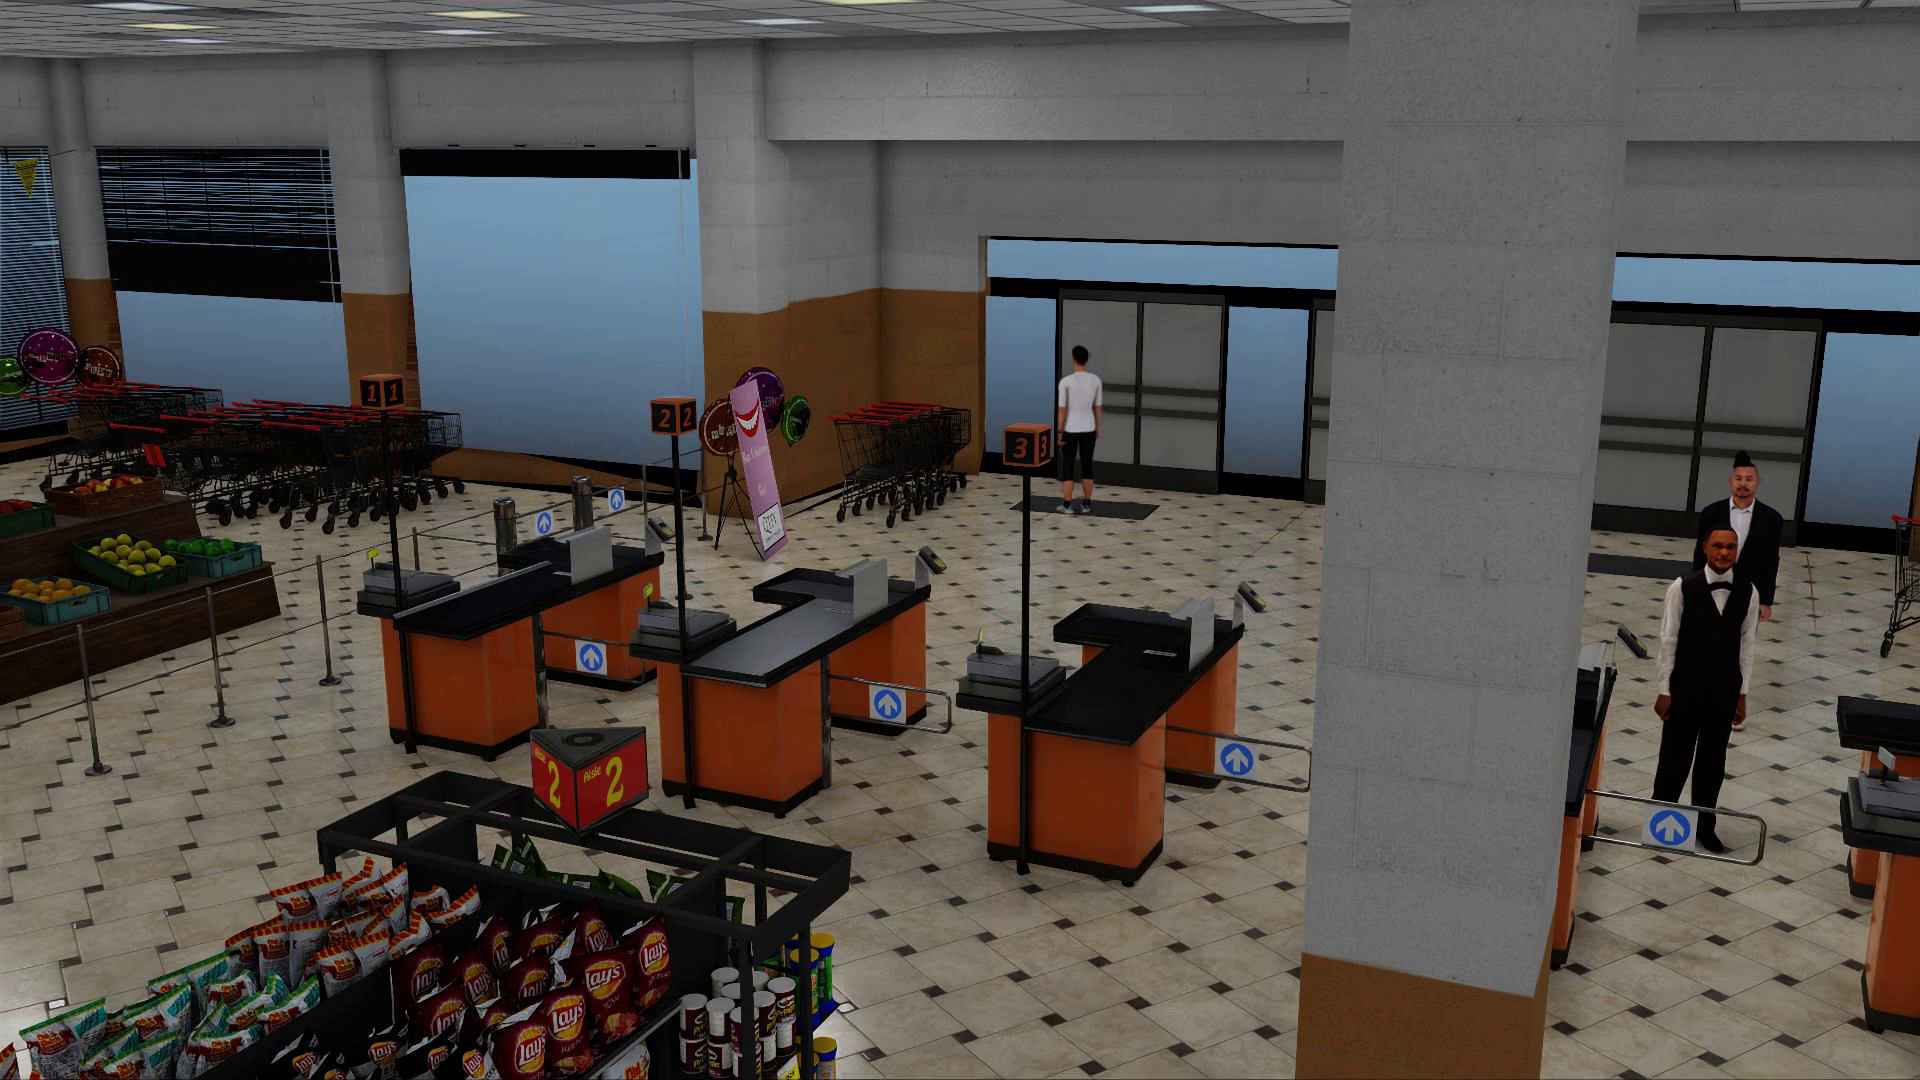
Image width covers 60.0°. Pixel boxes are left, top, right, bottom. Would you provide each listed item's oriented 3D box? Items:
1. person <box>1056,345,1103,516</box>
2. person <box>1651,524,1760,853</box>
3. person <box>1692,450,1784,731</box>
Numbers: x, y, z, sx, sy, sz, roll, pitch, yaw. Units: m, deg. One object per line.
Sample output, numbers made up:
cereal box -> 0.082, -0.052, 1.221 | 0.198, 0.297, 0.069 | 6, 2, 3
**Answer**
person -> 1.314, -1.197, 18.110 | 0.771, 1.851, 0.812 | -4, 14, -15
person -> 4.276, 0.838, 9.575 | 0.754, 1.919, 0.701 | 2, 14, 7
person -> 5.365, 0.341, 11.558 | 0.689, 1.949, 0.567 | 6, 15, 25
